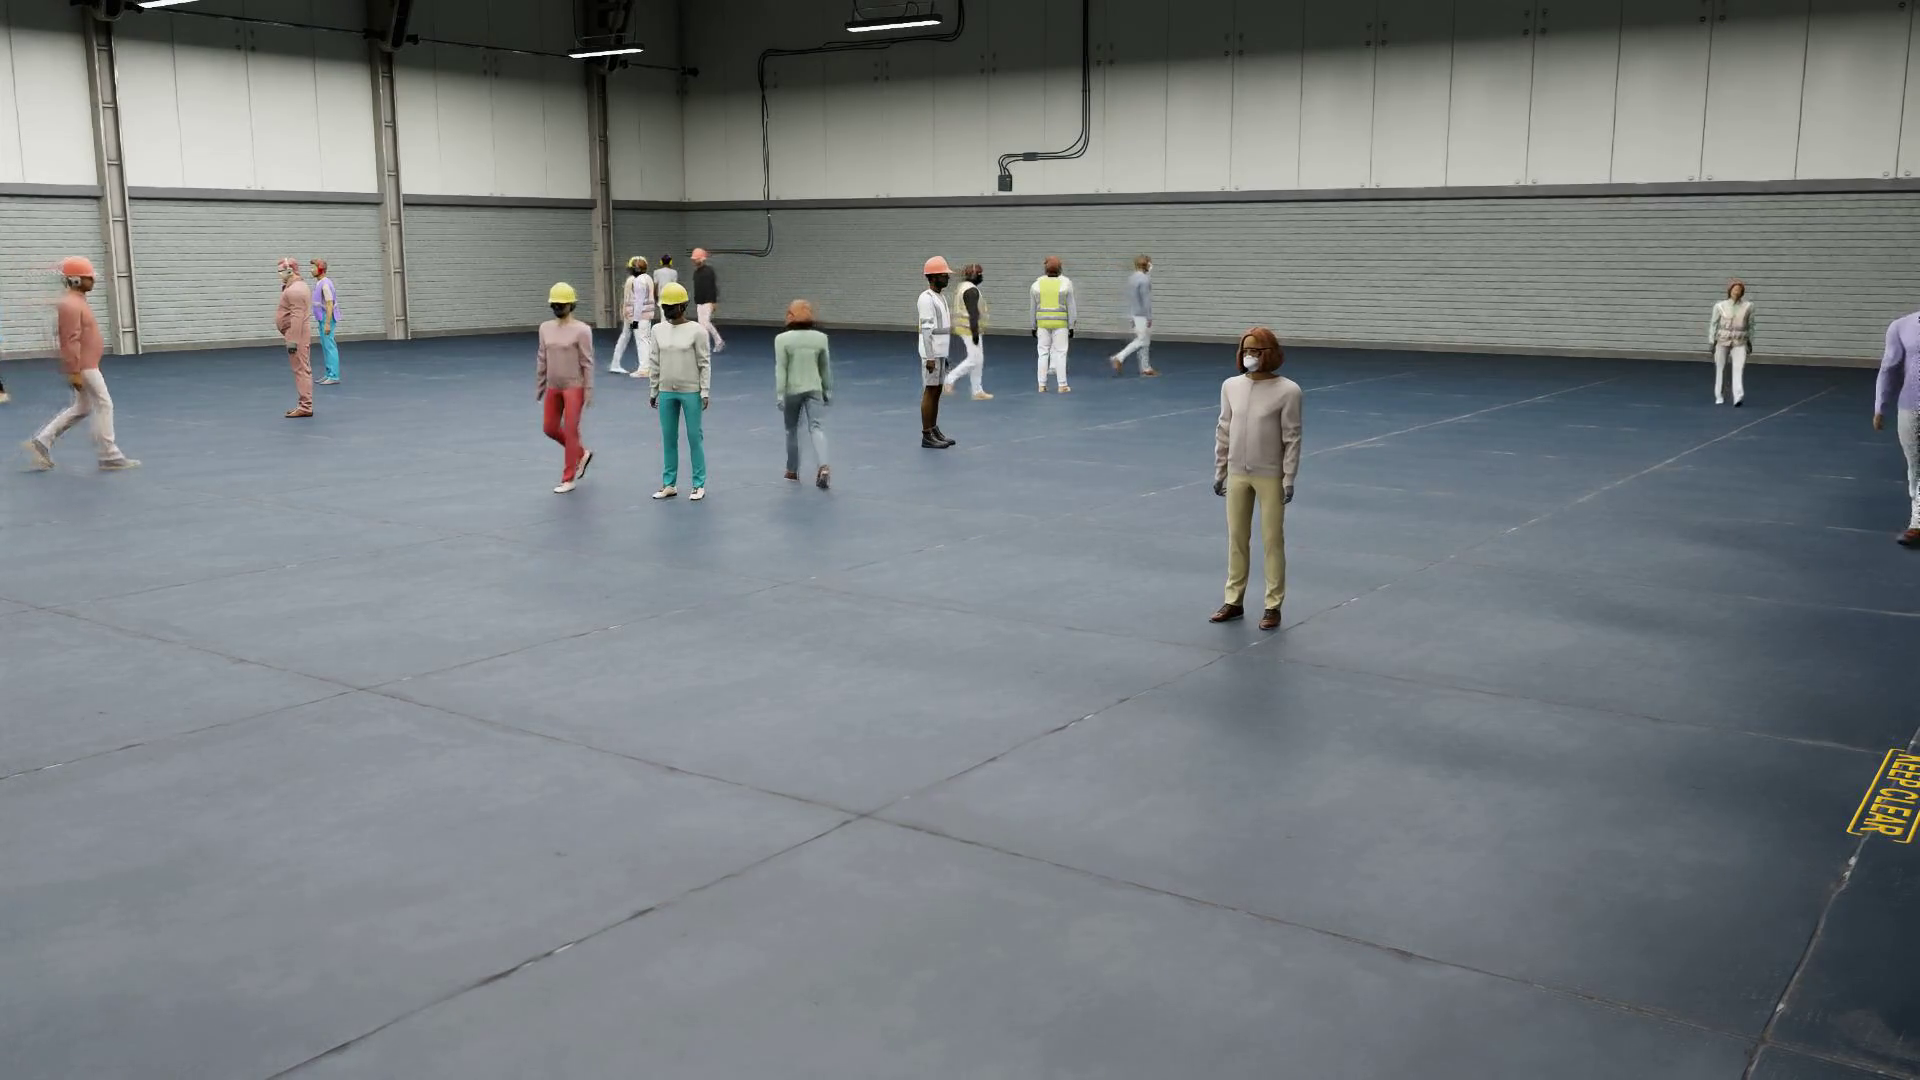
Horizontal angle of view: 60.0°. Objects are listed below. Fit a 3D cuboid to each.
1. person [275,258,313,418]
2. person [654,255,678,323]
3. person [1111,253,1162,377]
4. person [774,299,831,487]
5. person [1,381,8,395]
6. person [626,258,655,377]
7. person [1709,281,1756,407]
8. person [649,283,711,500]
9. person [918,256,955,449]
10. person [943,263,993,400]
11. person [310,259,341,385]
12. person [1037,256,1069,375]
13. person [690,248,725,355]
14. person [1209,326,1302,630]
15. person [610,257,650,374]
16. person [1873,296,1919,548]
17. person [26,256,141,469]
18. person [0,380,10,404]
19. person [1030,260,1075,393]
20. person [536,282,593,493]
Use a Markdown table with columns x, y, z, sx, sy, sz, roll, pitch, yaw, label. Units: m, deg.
| x | y | z | sx | sy | sz | roll | pitch | yaw | label |
| --- | --- | --- | --- | --- | --- | --- | --- | --- | --- |
| -7.975 | -2.420 | 19.939 | 0.409 | 1.903 | 0.639 | -3 | 11 | -16 | person |
| -6.132 | -5.020 | 34.703 | 0.544 | 1.828 | 0.924 | -1 | 10 | -5 | person |
| 2.749 | -3.464 | 25.739 | 0.744 | 1.925 | 0.639 | -1 | 10 | -7 | person |
| -1.330 | -1.266 | 14.306 | 0.516 | 1.602 | 0.807 | -4 | 11 | -23 | person |
| -12.968 | -2.653 | 21.817 | 0.498 | 1.690 | 0.836 | 6 | 12 | 31 | person |
| -4.979 | -3.453 | 25.891 | 0.429 | 1.844 | 0.627 | 1 | 10 | 3 | person |
| 9.853 | -2.498 | 21.240 | 0.539 | 1.590 | 0.877 | 4 | 11 | 19 | person |
| -2.277 | -1.193 | 13.462 | 0.531 | 1.760 | 0.332 | 3 | 11 | 17 | person |
| -0.235 | -1.906 | 16.942 | 0.354 | 1.942 | 0.545 | 3 | 10 | 14 | person |
| 0.100 | -2.743 | 21.970 | 0.634 | 1.820 | 0.637 | -1 | 10 | -3 | person |
| -9.323 | -3.202 | 24.468 | 0.396 | 1.847 | 0.564 | -6 | 12 | -28 | person |
| 1.401 | -3.514 | 26.172 | 0.583 | 1.860 | 0.707 | 8 | 13 | 39 | person |
| -4.727 | -4.409 | 30.832 | 0.514 | 1.985 | 0.661 | -9 | 14 | -41 | person |
| 1.601 | -0.337 | 9.017 | 0.500 | 1.633 | 0.280 | 8 | 13 | 37 | person |
| -5.147 | -3.578 | 26.533 | 1.008 | 1.856 | 0.581 | -5 | 11 | -24 | person |
| 6.755 | -0.920 | 11.603 | 0.649 | 1.887 | 1.037 | 10 | 14 | 44 | person |
| -8.072 | -1.600 | 15.168 | 0.873 | 1.965 | 0.622 | -5 | 11 | -24 | person |
| -12.656 | -2.539 | 21.295 | 0.785 | 1.658 | 0.539 | -6 | 12 | -29 | person |
| 1.299 | -2.974 | 23.205 | 0.636 | 1.841 | 0.429 | 3 | 11 | 17 | person |
| -3.291 | -1.290 | 13.997 | 0.542 | 1.750 | 0.579 | 4 | 11 | 23 | person |
